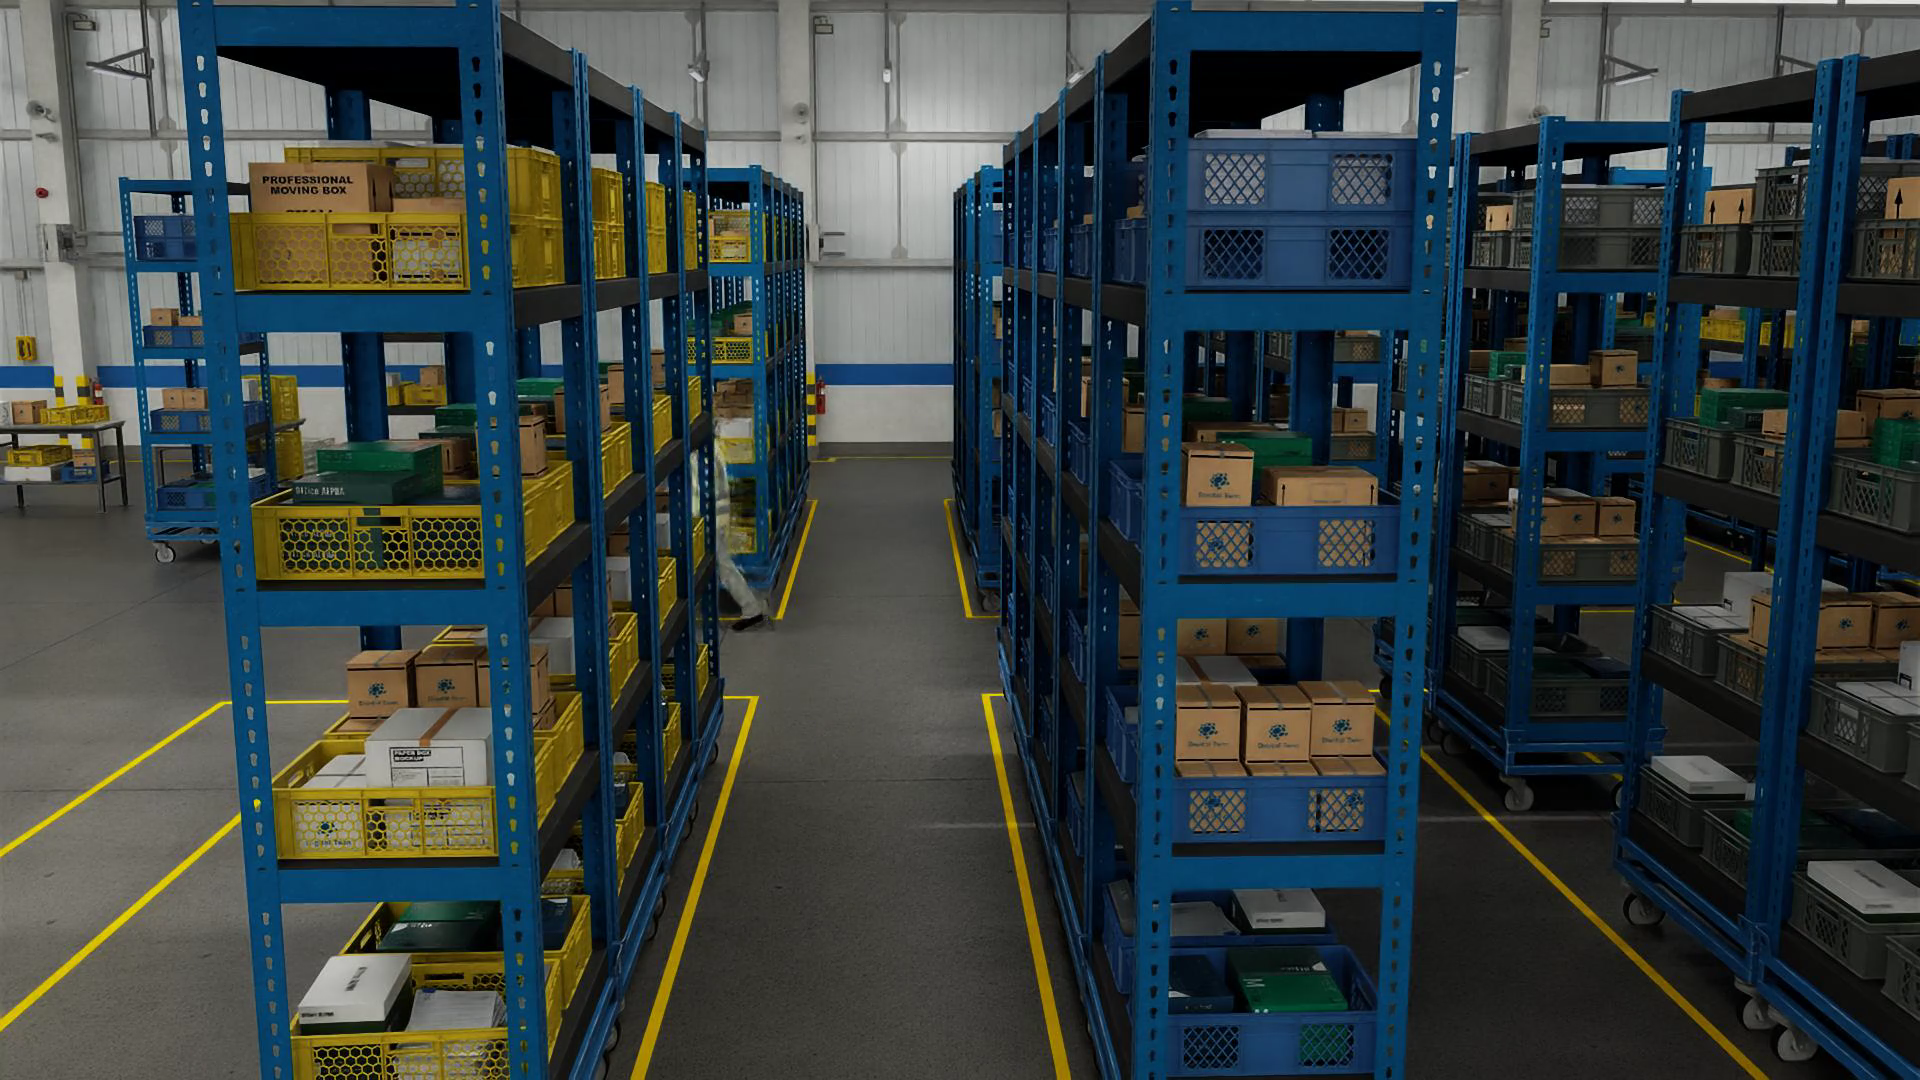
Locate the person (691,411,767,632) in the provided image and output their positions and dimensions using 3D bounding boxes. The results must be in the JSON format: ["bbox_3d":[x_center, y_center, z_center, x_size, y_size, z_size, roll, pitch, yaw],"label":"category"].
[{"bbox_3d":[-1.940,-0.145,12.807,0.933,1.775,0.614,-1,10,-7],"label":"person"}]
